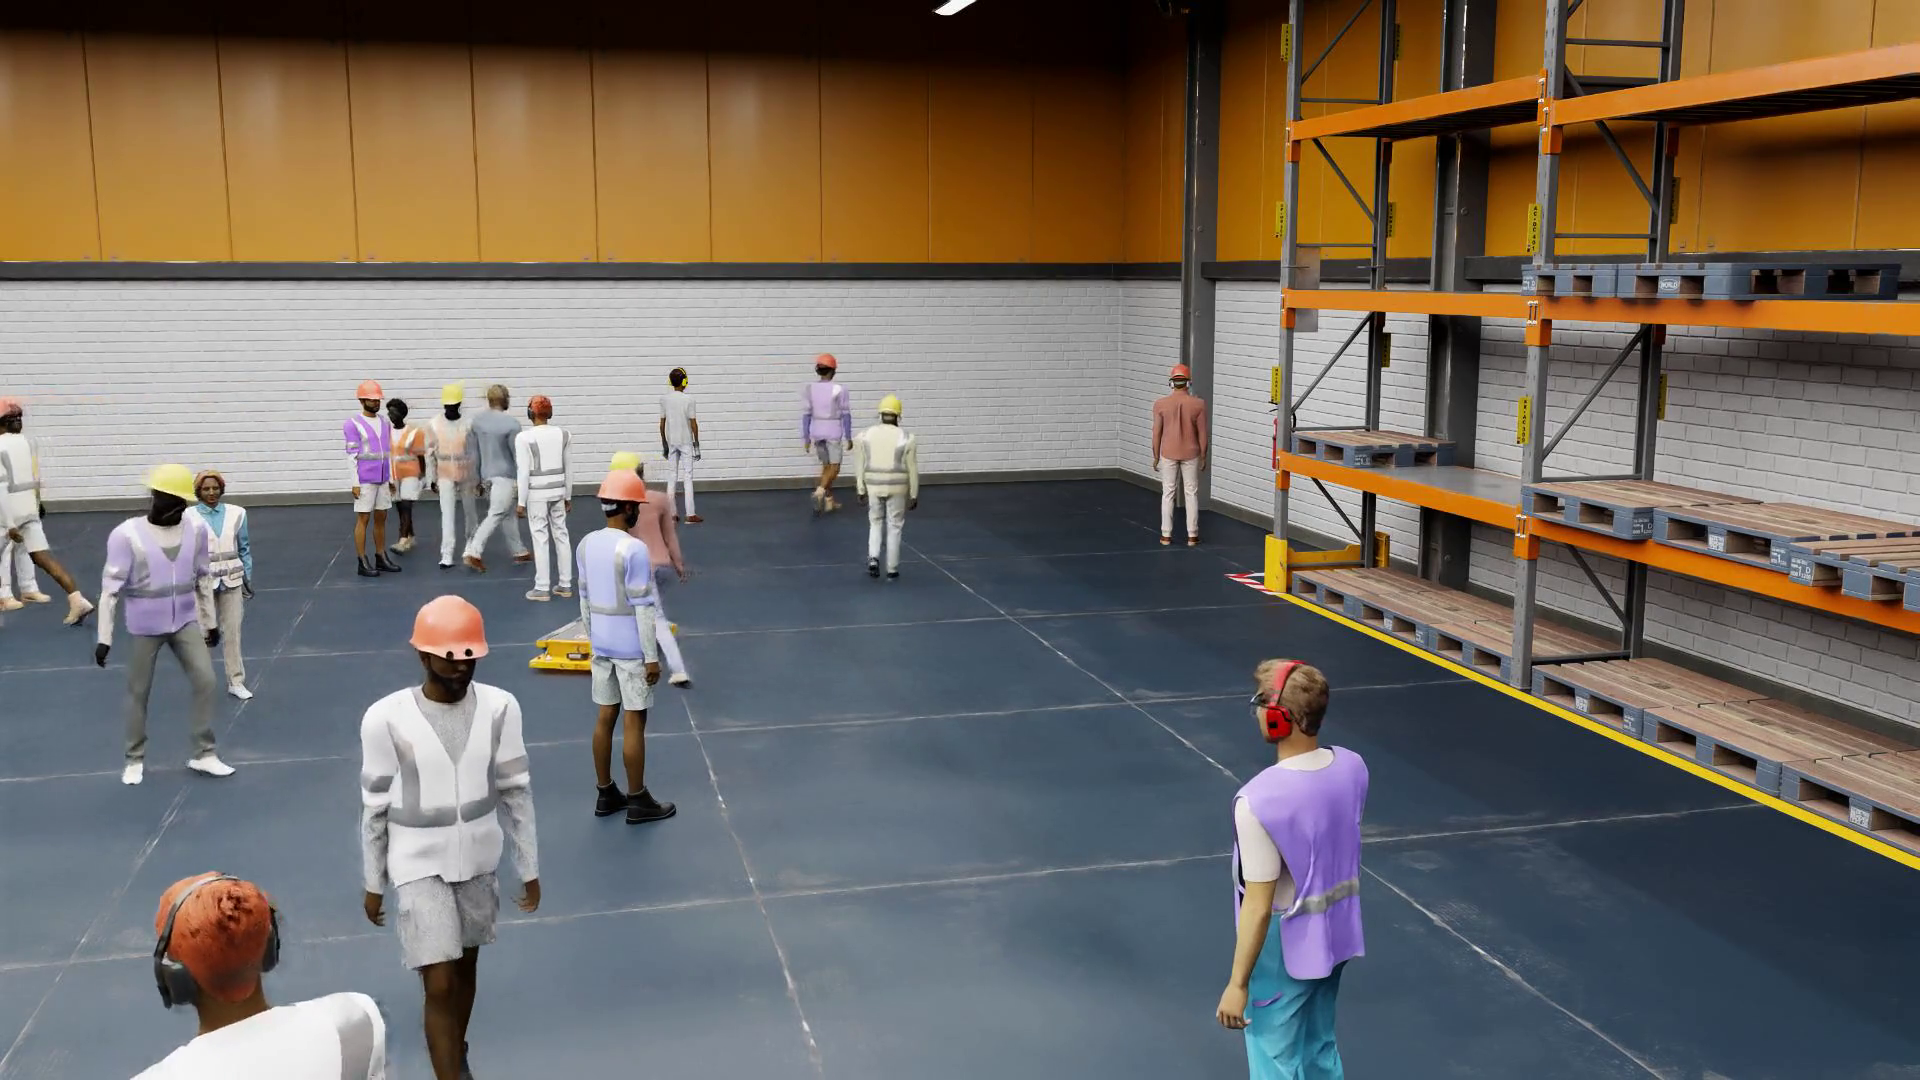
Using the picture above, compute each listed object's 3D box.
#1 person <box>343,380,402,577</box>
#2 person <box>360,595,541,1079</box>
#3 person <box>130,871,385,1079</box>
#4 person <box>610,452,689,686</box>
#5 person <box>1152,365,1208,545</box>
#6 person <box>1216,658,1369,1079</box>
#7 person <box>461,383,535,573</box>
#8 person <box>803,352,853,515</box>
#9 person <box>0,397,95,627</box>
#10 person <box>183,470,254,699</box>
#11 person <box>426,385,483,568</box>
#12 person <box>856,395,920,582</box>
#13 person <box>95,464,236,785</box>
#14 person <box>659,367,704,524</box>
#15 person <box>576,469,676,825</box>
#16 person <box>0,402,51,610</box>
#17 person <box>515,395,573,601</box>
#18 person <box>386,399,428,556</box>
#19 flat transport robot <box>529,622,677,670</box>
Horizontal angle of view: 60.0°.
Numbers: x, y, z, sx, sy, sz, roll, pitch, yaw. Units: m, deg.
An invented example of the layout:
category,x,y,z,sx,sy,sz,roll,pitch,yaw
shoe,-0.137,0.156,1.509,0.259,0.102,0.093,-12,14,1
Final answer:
category,x,y,z,sx,sy,sz,roll,pitch,yaw
person,-5.805,-0.613,16.469,0.357,1.938,0.542,5,10,27
person,-1.695,1.136,5.683,0.554,1.897,0.886,-7,11,-37
person,-1.322,1.553,3.249,0.582,1.852,0.917,-9,12,-43
person,-2.292,0.203,12.118,0.920,1.695,0.562,8,12,40
person,2.419,-0.927,18.280,0.609,1.986,0.390,2,9,10
person,1.008,1.265,5.026,0.389,1.847,0.567,9,13,44
person,-4.667,-0.627,16.731,0.637,1.904,1.017,6,11,35
person,-1.677,-1.305,20.565,0.612,2.017,0.848,4,10,23
person,-7.850,-0.227,13.908,1.058,1.999,0.603,1,9,8
person,-5.174,0.323,11.551,0.522,1.638,0.309,-8,12,-43
person,-5.173,-0.677,17.115,0.593,1.864,1.046,-1,9,-4
person,-0.689,-0.495,16.093,0.626,1.819,0.418,2,9,14
person,-4.659,0.501,9.685,0.726,1.884,0.751,7,11,36
person,-3.334,-1.126,19.880,0.513,1.872,0.328,3,10,18
person,-1.823,0.576,9.061,0.543,1.934,0.368,7,12,38
person,-8.455,-0.312,14.888,0.429,1.841,0.633,2,9,14
person,-3.798,-0.383,15.207,0.357,1.881,0.574,8,12,42
person,-5.966,-0.656,17.617,0.542,1.654,0.827,2,9,11
flat transport robot,-2.769,0.770,13.024,0.652,0.197,1.431,2,9,10
